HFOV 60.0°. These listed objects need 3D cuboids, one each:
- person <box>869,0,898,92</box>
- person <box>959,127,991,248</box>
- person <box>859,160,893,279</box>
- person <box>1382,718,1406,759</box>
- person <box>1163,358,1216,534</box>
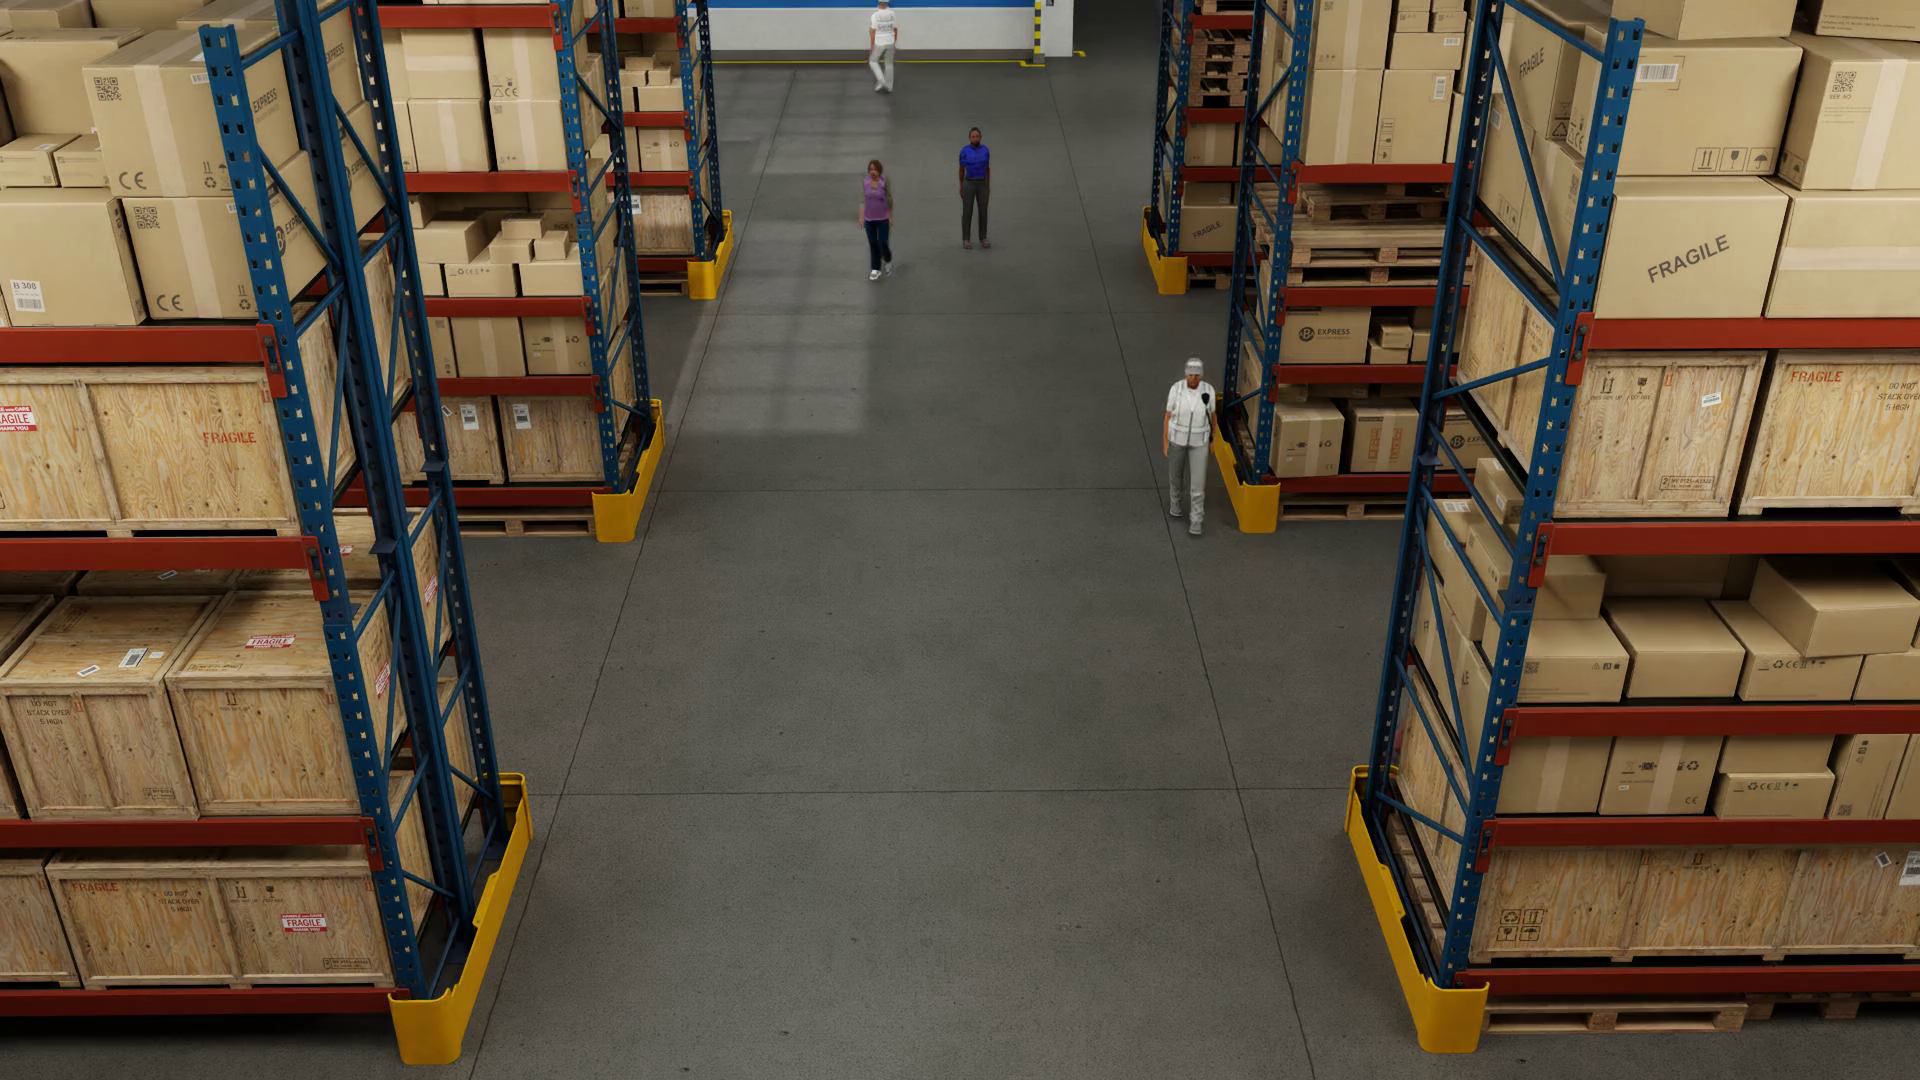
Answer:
[{"bbox_3d":[-1.448,-9.304,31.167,0.559,1.776,0.486,-10,30,-18],"label":"person"},{"bbox_3d":[0.217,-4.910,23.153,0.441,1.658,0.350,-6,29,-11],"label":"person"},{"bbox_3d":[-1.095,-4.212,21.867,0.427,1.599,0.421,8,29,15],"label":"person"},{"bbox_3d":[3.537,0.869,12.373,0.931,1.636,0.435,-3,28,-5],"label":"person"},{"bbox_3d":[2.156,-0.901,15.694,0.484,1.661,0.760,4,29,7],"label":"person"}]
